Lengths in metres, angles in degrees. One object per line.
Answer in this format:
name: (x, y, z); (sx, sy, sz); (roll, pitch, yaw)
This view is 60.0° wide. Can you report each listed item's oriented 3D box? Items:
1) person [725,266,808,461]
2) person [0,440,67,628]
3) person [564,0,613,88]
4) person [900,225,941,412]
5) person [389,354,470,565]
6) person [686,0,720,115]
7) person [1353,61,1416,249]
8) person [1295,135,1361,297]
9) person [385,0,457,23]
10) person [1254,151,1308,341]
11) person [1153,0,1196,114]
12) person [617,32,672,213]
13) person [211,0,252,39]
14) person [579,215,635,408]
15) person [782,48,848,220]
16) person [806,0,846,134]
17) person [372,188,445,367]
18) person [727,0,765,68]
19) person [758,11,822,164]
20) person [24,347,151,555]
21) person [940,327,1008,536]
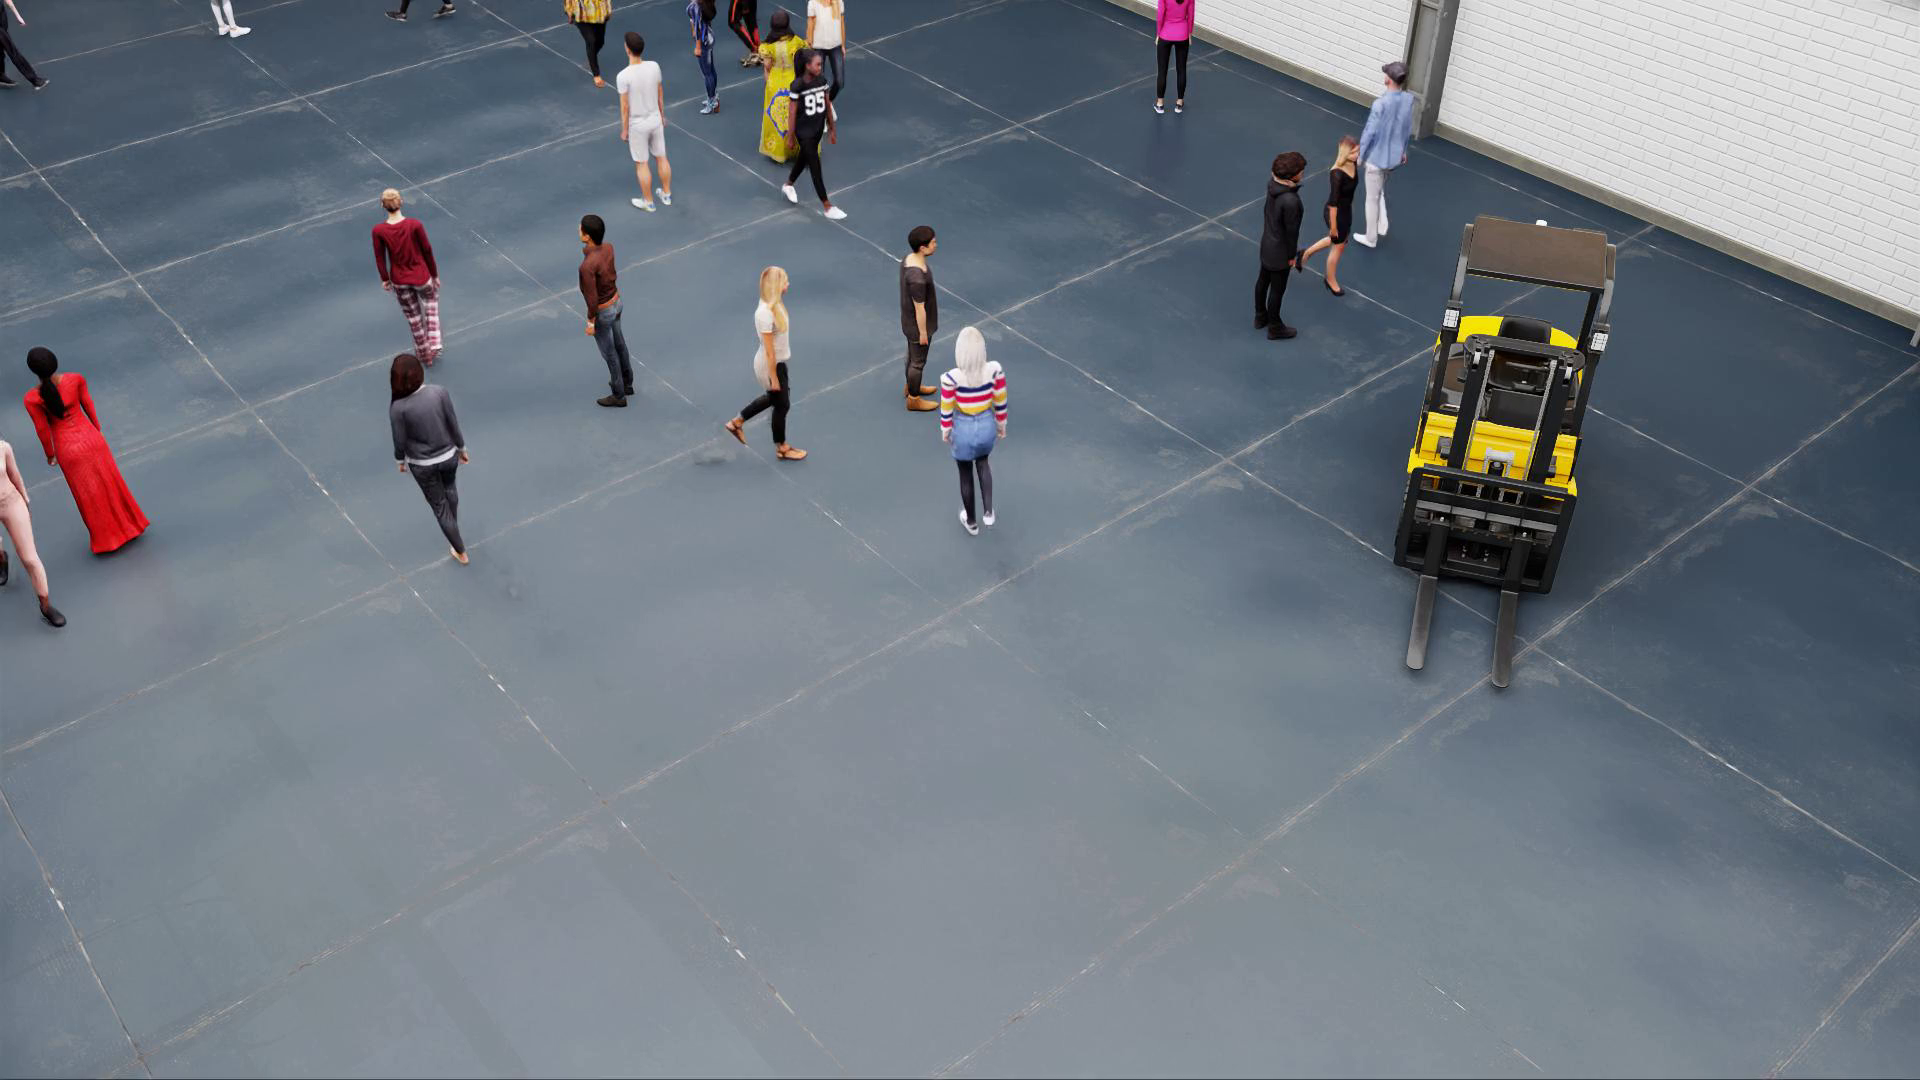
person: (-1.599, -1.374, 13.321); (0.982, 1.806, 0.955); (-3, 39, -3)
person: (-6.944, -0.194, 11.956); (0.641, 1.665, 1.198); (-26, 45, -29)
person: (-4.350, -6.169, 19.470); (0.856, 1.624, 1.060); (-16, 41, -19)
person: (-0.368, -1.881, 14.030); (0.756, 1.712, 0.645); (-6, 39, -8)
person: (-3.869, -0.564, 12.357); (0.662, 1.743, 0.889); (-25, 45, -28)
person: (-2.895, -5.631, 18.795); (0.749, 1.627, 0.682); (2, 39, 2)
person: (4.165, -3.694, 16.170); (0.692, 1.876, 0.665); (-22, 44, -25)
person: (3.452, -3.035, 15.521); (0.889, 1.655, 0.745); (20, 43, 23)
person: (-6.775, -7.354, 20.972); (0.848, 1.601, 1.091); (-14, 41, -16)
person: (2.857, -2.648, 14.936); (0.761, 1.780, 0.646); (-12, 40, -15)
person: (2.420, -5.667, 18.791); (0.691, 1.698, 0.738); (-1, 39, -2)
person: (-3.202, -4.238, 16.868); (0.584, 1.854, 0.696); (32, 48, 33)
person: (-9.248, -7.094, 20.565); (0.582, 1.702, 0.696); (21, 43, 24)
person: (-2.990, -1.938, 14.046); (0.726, 1.782, 0.719); (10, 40, 12)
person: (-1.585, -4.148, 16.890); (0.684, 1.686, 1.203); (-30, 47, -32)
person: (-1.503, -5.438, 18.418); (0.743, 1.796, 0.777); (-10, 40, -12)
person: (-4.790, -2.257, 14.517); (0.745, 1.692, 0.747); (-11, 40, -13)
person: (-2.460, -6.469, 19.711); (0.843, 1.792, 0.792); (6, 39, 8)
person: (-1.852, -4.842, 17.790); (1.000, 1.659, 1.016); (-4, 39, -5)
person: (-6.601, -0.674, 12.471); (0.659, 1.783, 0.677); (27, 46, 30)
person: (0.124, -0.764, 12.563); (0.783, 1.798, 0.804); (-10, 40, -12)
